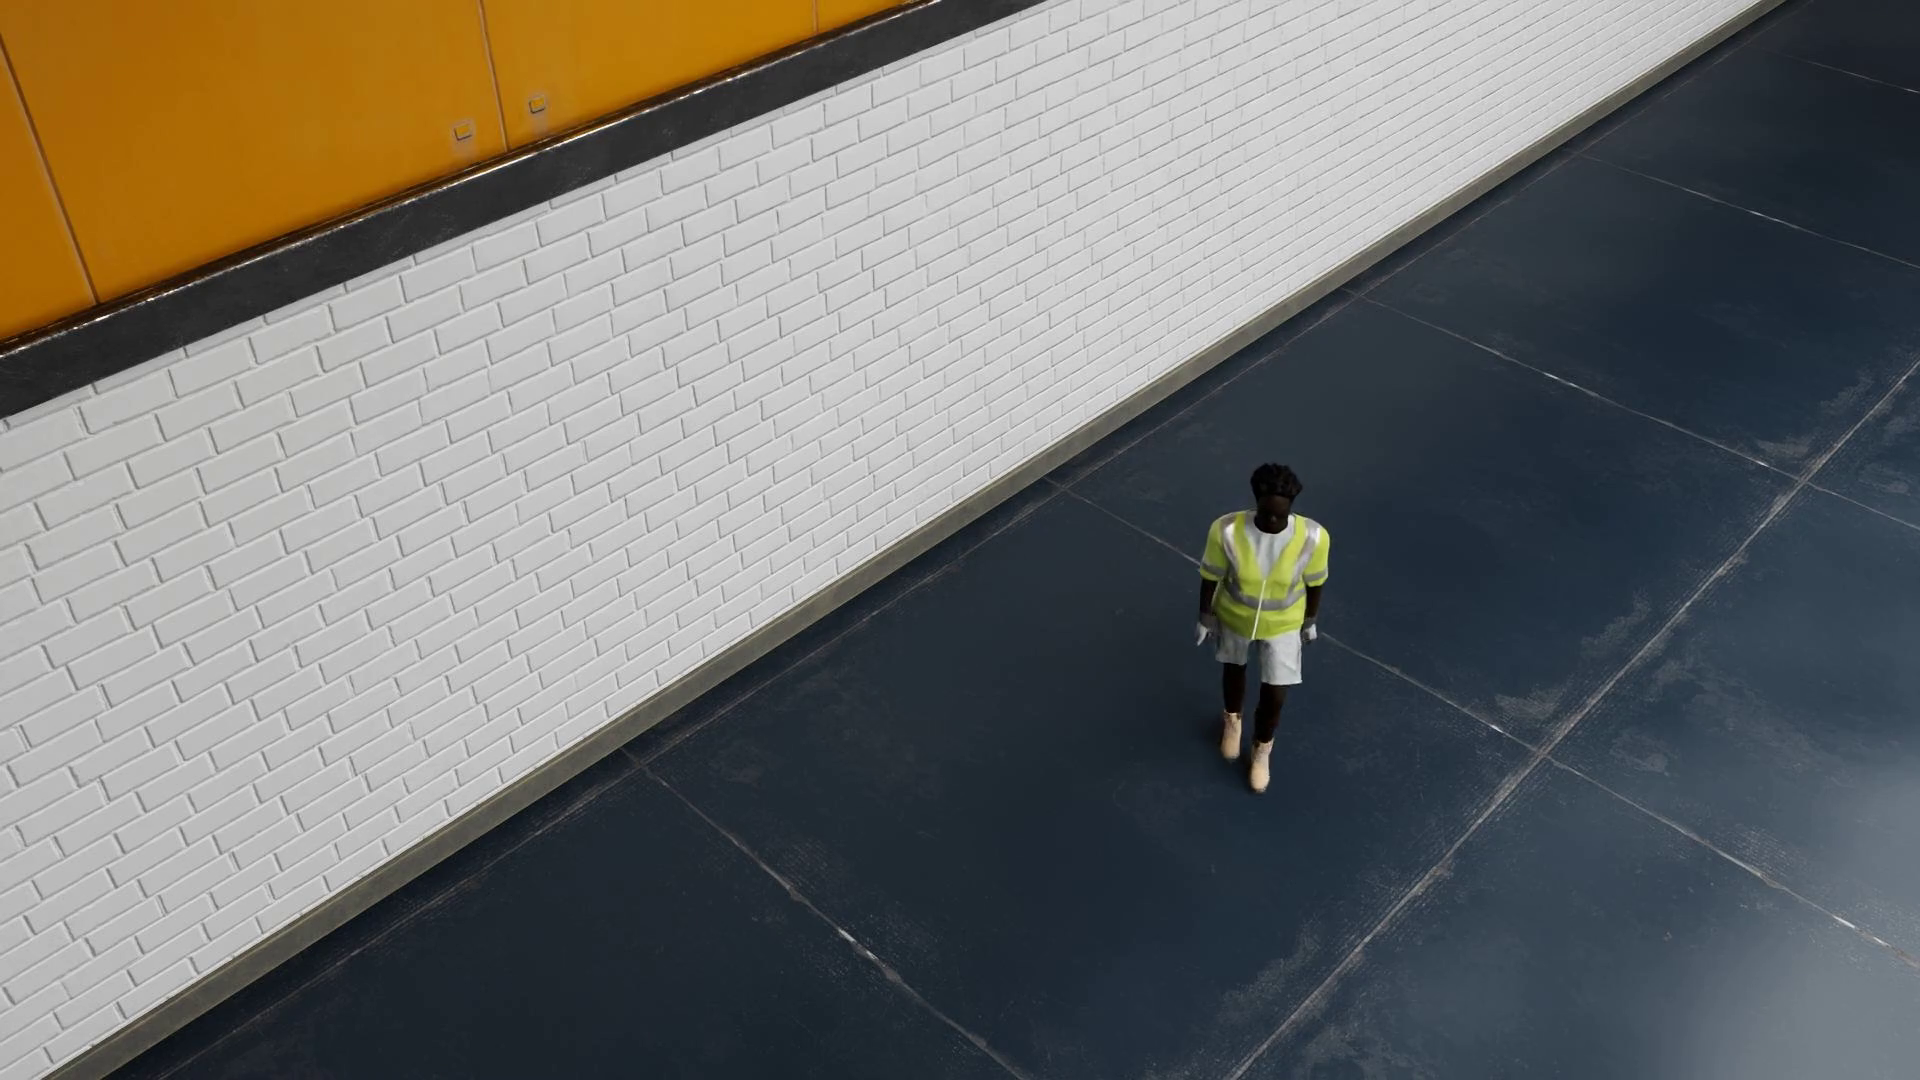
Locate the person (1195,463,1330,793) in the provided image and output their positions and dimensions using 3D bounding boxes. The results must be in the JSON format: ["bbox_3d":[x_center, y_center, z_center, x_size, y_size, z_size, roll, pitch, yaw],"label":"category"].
[{"bbox_3d":[1.285,0.405,7.274,0.550,1.680,0.568,9,40,11],"label":"person"}]
